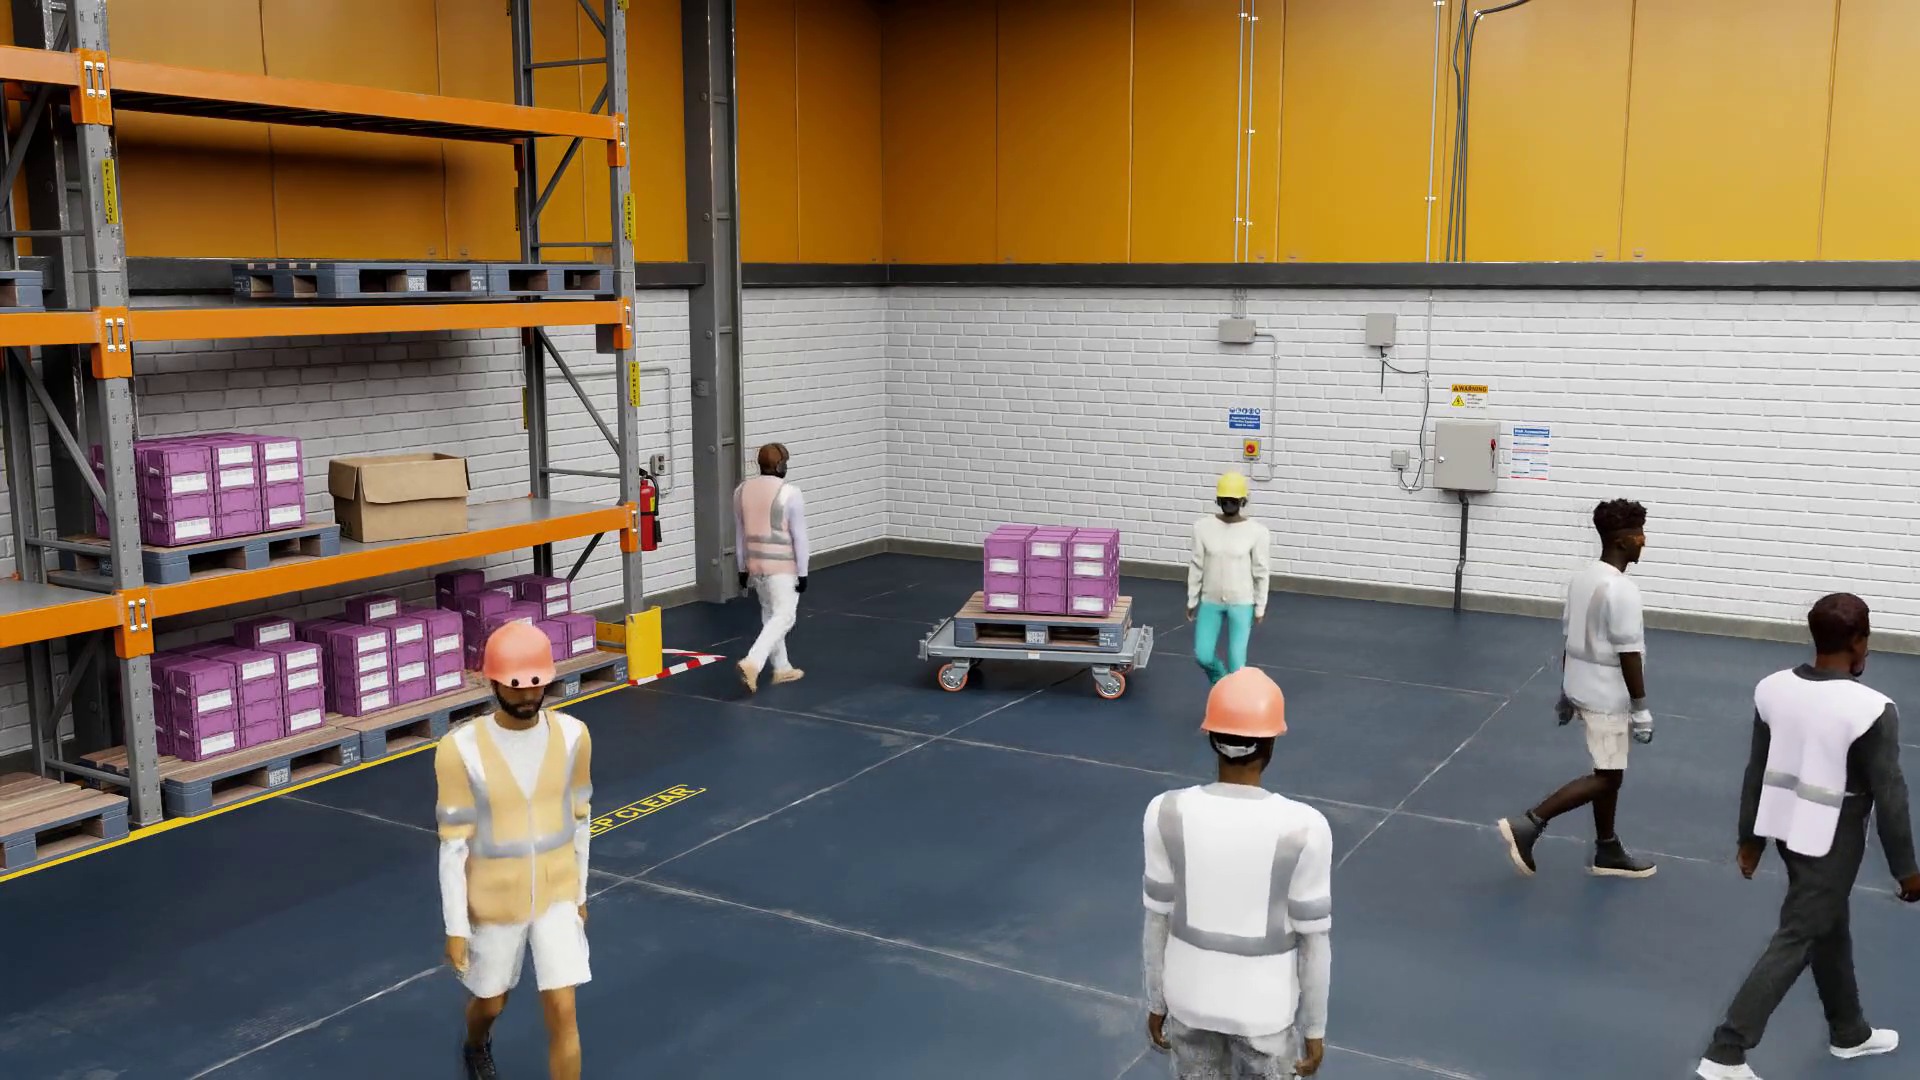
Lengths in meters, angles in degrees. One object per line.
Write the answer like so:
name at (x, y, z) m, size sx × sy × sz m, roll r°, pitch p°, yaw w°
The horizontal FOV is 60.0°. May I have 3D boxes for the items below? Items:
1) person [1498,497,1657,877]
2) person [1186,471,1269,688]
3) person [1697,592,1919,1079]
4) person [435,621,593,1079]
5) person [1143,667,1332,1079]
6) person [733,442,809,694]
person at (3.102, 0.751, 8.228) m, size 0.757 × 1.946 × 0.608 m, roll 0°, pitch 9°, yaw 3°
person at (1.767, 0.406, 10.954) m, size 0.547 × 1.752 × 0.436 m, roll 4°, pitch 10°, yaw 22°
person at (3.180, 1.120, 6.188) m, size 1.012 × 1.874 × 0.595 m, roll -2°, pitch 9°, yaw -13°
person at (-1.519, 1.183, 5.692) m, size 0.547 × 1.904 × 0.940 m, roll -5°, pitch 10°, yaw -29°
person at (0.773, 1.323, 4.760) m, size 0.544 × 1.920 × 0.584 m, roll 3°, pitch 10°, yaw 19°
person at (-1.396, 0.205, 12.043) m, size 0.636 × 1.826 × 0.776 m, roll 6°, pitch 11°, yaw 35°
